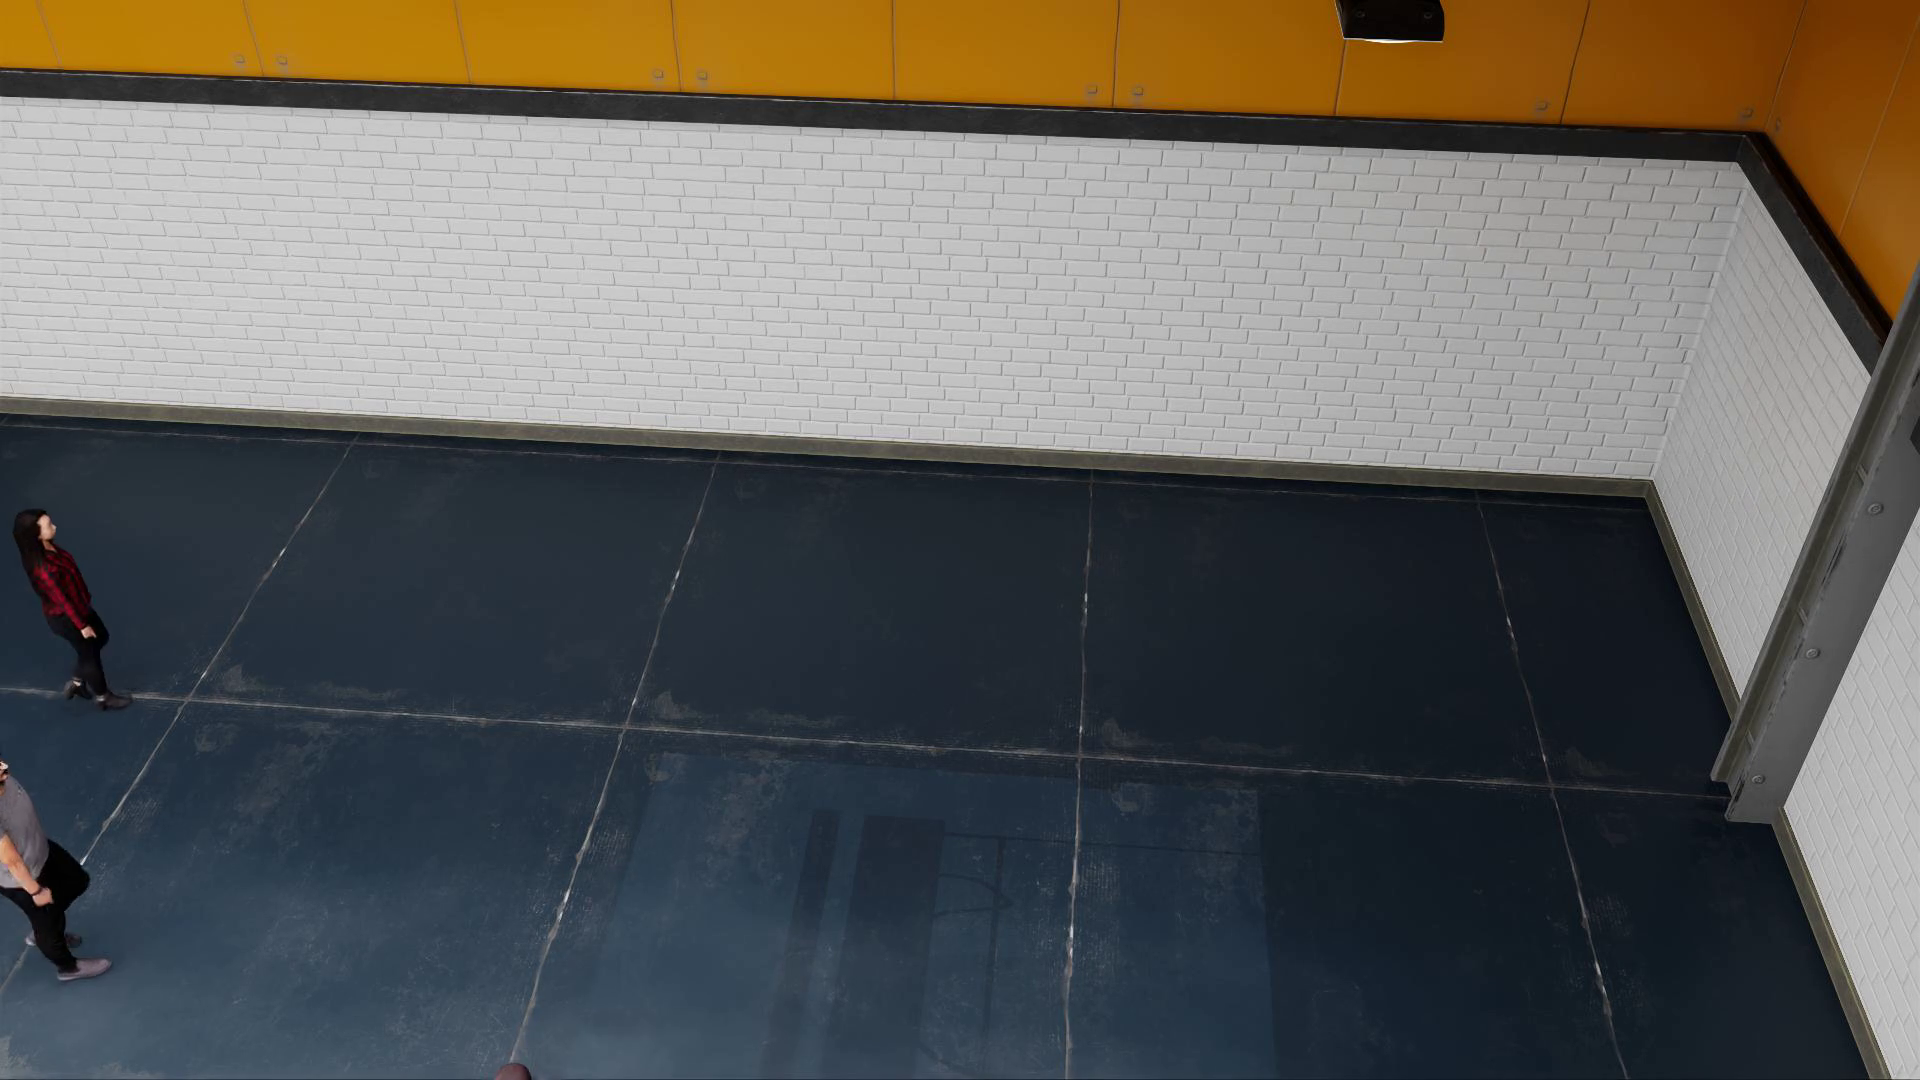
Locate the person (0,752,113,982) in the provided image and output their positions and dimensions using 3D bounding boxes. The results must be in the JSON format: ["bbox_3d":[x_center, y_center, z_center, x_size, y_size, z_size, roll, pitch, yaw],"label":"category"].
[{"bbox_3d":[-5.092,1.763,8.932,0.779,1.746,0.717,-9,40,-12],"label":"person"}]

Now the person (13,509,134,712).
[{"bbox_3d":[-5.760,0.500,10.591,0.792,1.648,0.722,-21,43,-24],"label":"person"}]
